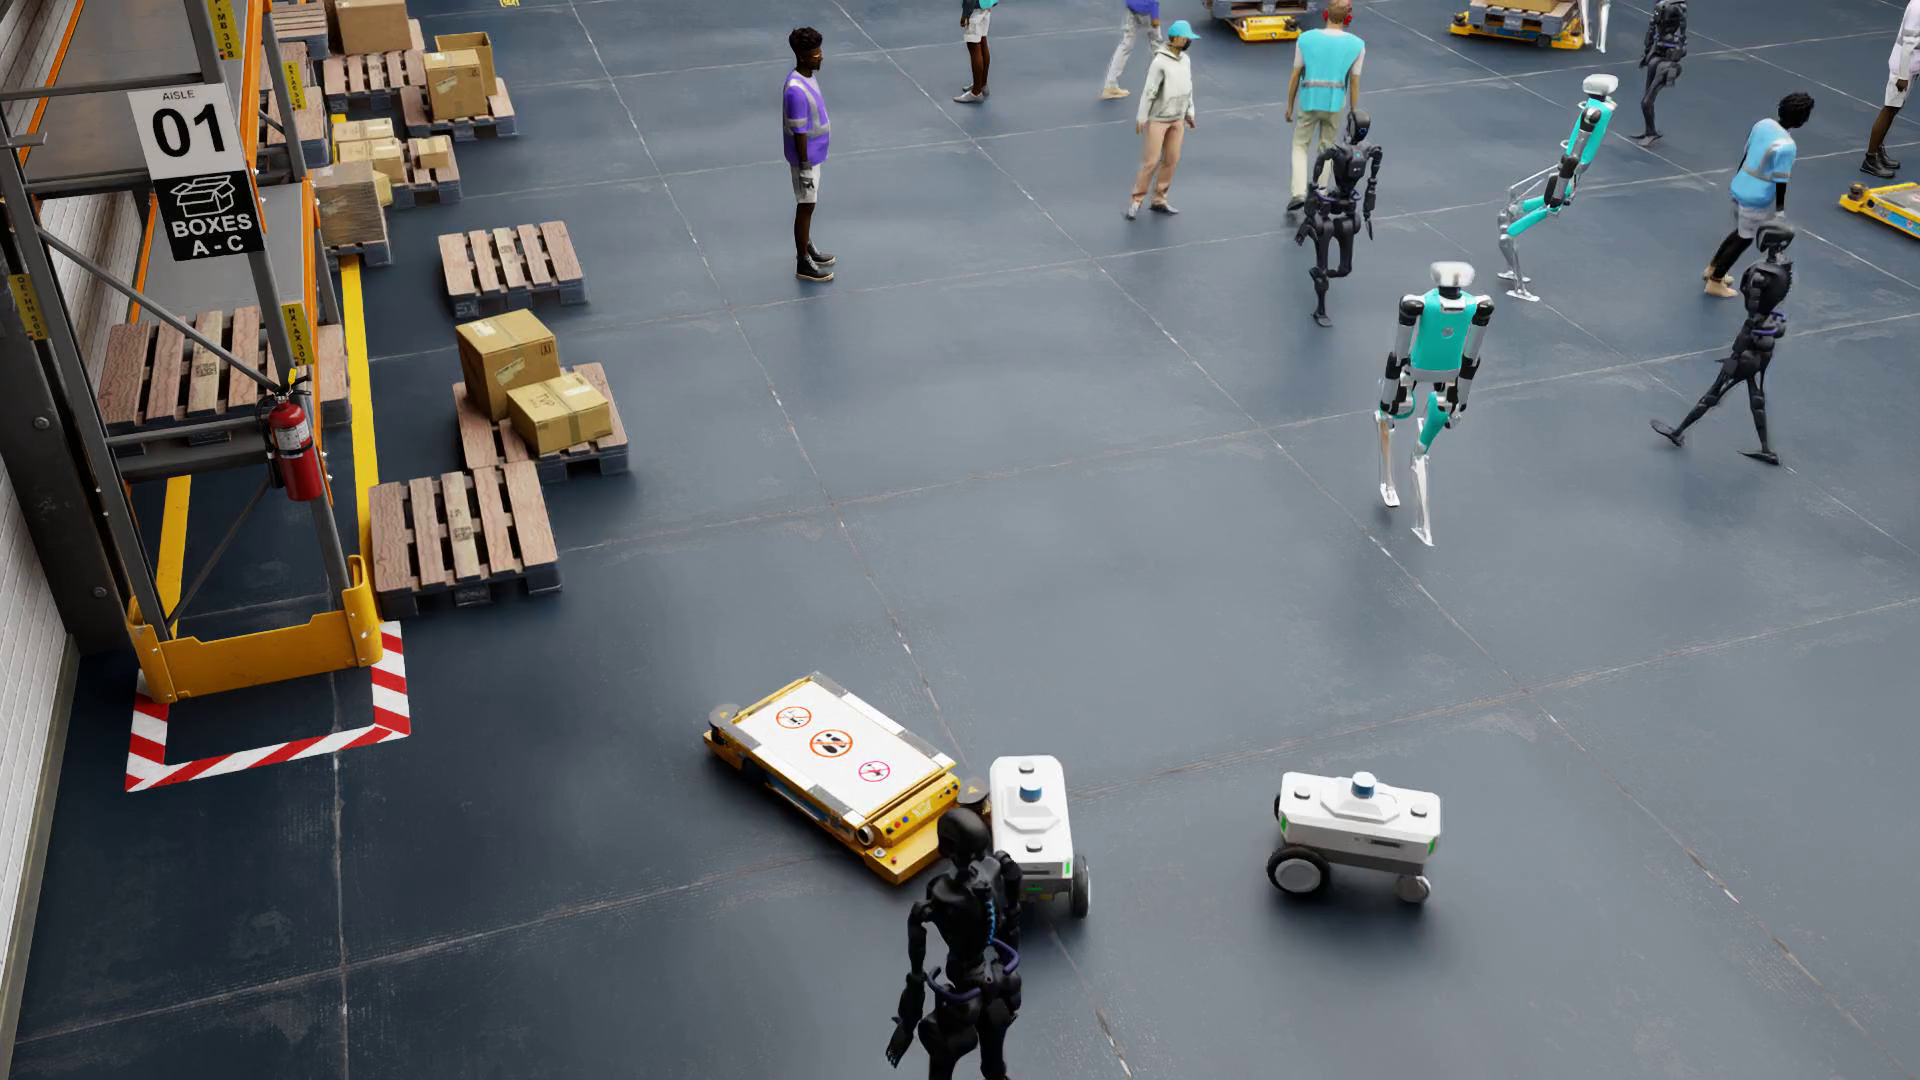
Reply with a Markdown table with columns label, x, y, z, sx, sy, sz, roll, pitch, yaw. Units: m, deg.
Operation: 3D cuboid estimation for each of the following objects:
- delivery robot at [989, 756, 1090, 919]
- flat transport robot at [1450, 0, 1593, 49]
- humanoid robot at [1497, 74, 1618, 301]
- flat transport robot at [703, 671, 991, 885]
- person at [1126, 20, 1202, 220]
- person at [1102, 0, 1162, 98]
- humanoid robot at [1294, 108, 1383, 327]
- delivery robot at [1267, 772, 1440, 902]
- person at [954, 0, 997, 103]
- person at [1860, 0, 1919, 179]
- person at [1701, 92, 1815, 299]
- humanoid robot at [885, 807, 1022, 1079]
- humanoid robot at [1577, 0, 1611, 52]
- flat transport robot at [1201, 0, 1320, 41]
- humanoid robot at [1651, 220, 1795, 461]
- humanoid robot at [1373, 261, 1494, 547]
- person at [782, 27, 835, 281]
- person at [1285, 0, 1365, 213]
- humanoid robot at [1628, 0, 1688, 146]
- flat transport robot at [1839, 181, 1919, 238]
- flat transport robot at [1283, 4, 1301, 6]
| label | x | y | z | sx | sy | sz | roll | pitch | yaw |
| --- | --- | --- | --- | --- | --- | --- | --- | --- | --- |
| delivery robot | 0.317 | 1.348 | 7.543 | 0.499 | 0.608 | 0.797 | -1 | 33 | -1 |
| flat transport robot | 6.323 | -5.781 | 18.725 | 1.431 | 0.231 | 0.659 | 17 | 37 | 24 |
| humanoid robot | 4.411 | -2.706 | 12.654 | 0.846 | 1.745 | 0.560 | 19 | 38 | 26 |
| flat transport robot | -0.564 | 1.114 | 8.149 | 1.431 | 0.231 | 0.659 | 29 | 43 | 36 |
| person | 1.687 | -3.526 | 14.015 | 0.633 | 1.633 | 0.343 | -22 | 39 | -30 |
| person | 1.870 | -5.335 | 16.633 | 0.942 | 1.811 | 0.473 | -12 | 35 | -18 |
| humanoid robot | 2.744 | -2.435 | 12.307 | 0.609 | 1.635 | 0.532 | -10 | 34 | -15 |
| delivery robot | 1.798 | 1.310 | 7.578 | 0.783 | 0.584 | 0.499 | 7 | 34 | 11 |
| person | 0.170 | -5.320 | 16.489 | 0.414 | 1.940 | 0.560 | 10 | 34 | 14 |
| person | 8.465 | -4.209 | 14.795 | 0.368 | 1.930 | 0.543 | 22 | 39 | 30 |
| person | 6.002 | -2.584 | 12.539 | 0.413 | 1.659 | 0.569 | 1 | 33 | 1 |
| humanoid robot | 0.044 | 1.684 | 5.999 | 0.604 | 1.640 | 0.438 | -27 | 42 | -35 |
| humanoid robot | 6.956 | -6.135 | 17.935 | 0.533 | 1.773 | 0.832 | -5 | 33 | -7 |
| flat transport robot | 3.376 | -6.042 | 19.126 | 0.659 | 0.231 | 1.431 | -5 | 33 | -8 |
| humanoid robot | 5.002 | -1.282 | 10.581 | 0.795 | 1.613 | 0.616 | 23 | 40 | 31 |
| humanoid robot | 2.717 | -0.880 | 9.875 | 0.545 | 1.789 | 0.871 | -2 | 33 | -3 |
| person | -1.178 | -2.996 | 12.901 | 0.361 | 1.963 | 0.611 | 0 | 33 | 1 |
| person | 3.044 | -3.626 | 14.003 | 0.589 | 1.816 | 0.527 | 6 | 34 | 9 |
| humanoid robot | 6.524 | -4.491 | 15.458 | 0.333 | 1.643 | 0.616 | -5 | 33 | -8 |
| flat transport robot | 8.209 | -2.693 | 13.988 | 0.659 | 0.231 | 1.431 | -11 | 35 | -16 |
| flat transport robot | 3.826 | -6.756 | 20.221 | 0.659 | 0.231 | 1.431 | -3 | 33 | -5 |
